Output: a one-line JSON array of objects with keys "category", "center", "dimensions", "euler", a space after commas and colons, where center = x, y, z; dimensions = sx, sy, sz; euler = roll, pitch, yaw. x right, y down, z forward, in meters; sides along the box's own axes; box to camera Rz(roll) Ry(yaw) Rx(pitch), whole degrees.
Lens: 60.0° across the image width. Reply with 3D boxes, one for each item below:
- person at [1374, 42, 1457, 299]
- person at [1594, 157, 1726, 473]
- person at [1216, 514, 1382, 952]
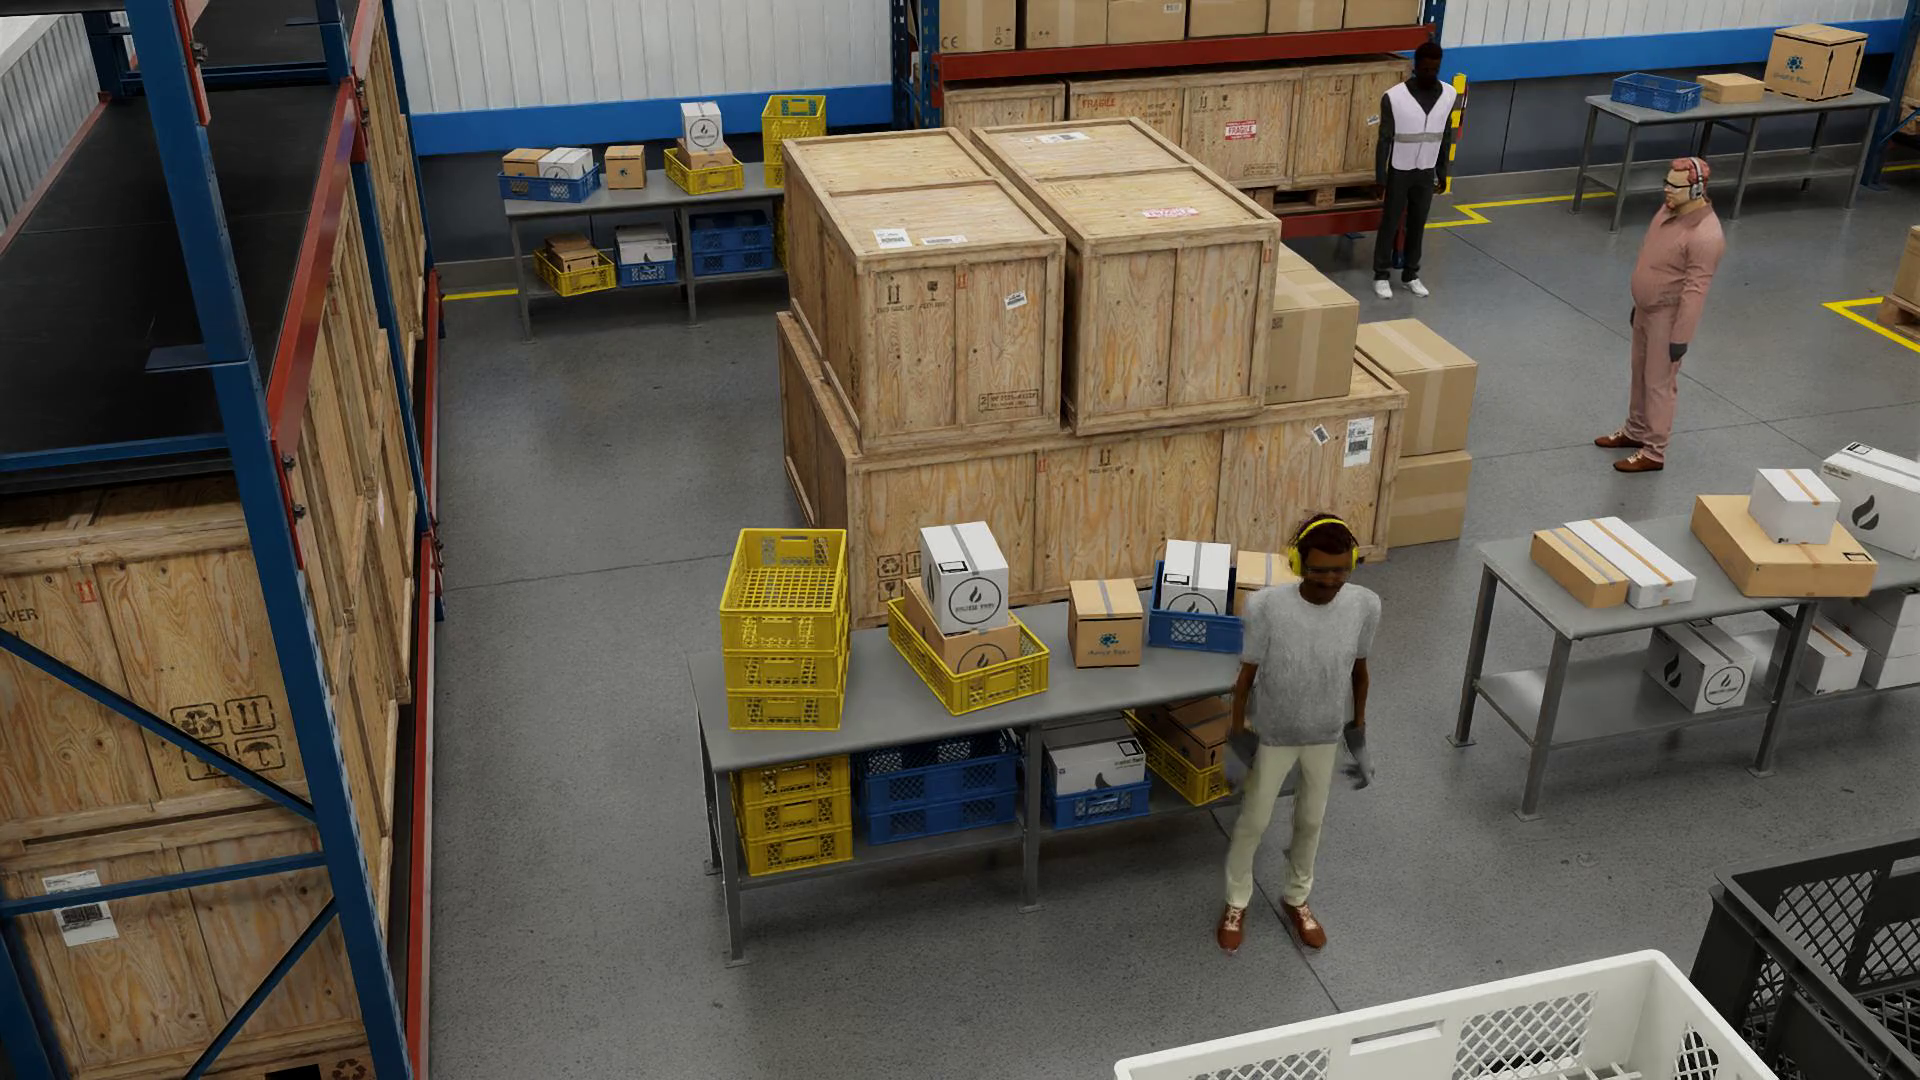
[{"category": "person", "center": [3.356, -2.741, 12.409], "dimensions": [0.597, 1.884, 0.409], "euler": [-7, 30, -13]}, {"category": "person", "center": [4.138, -1.322, 9.820], "dimensions": [0.400, 1.900, 0.648], "euler": [0, 29, -1]}, {"category": "person", "center": [1.256, 0.728, 6.139], "dimensions": [0.597, 1.863, 0.340], "euler": [-3, 29, -5]}]
